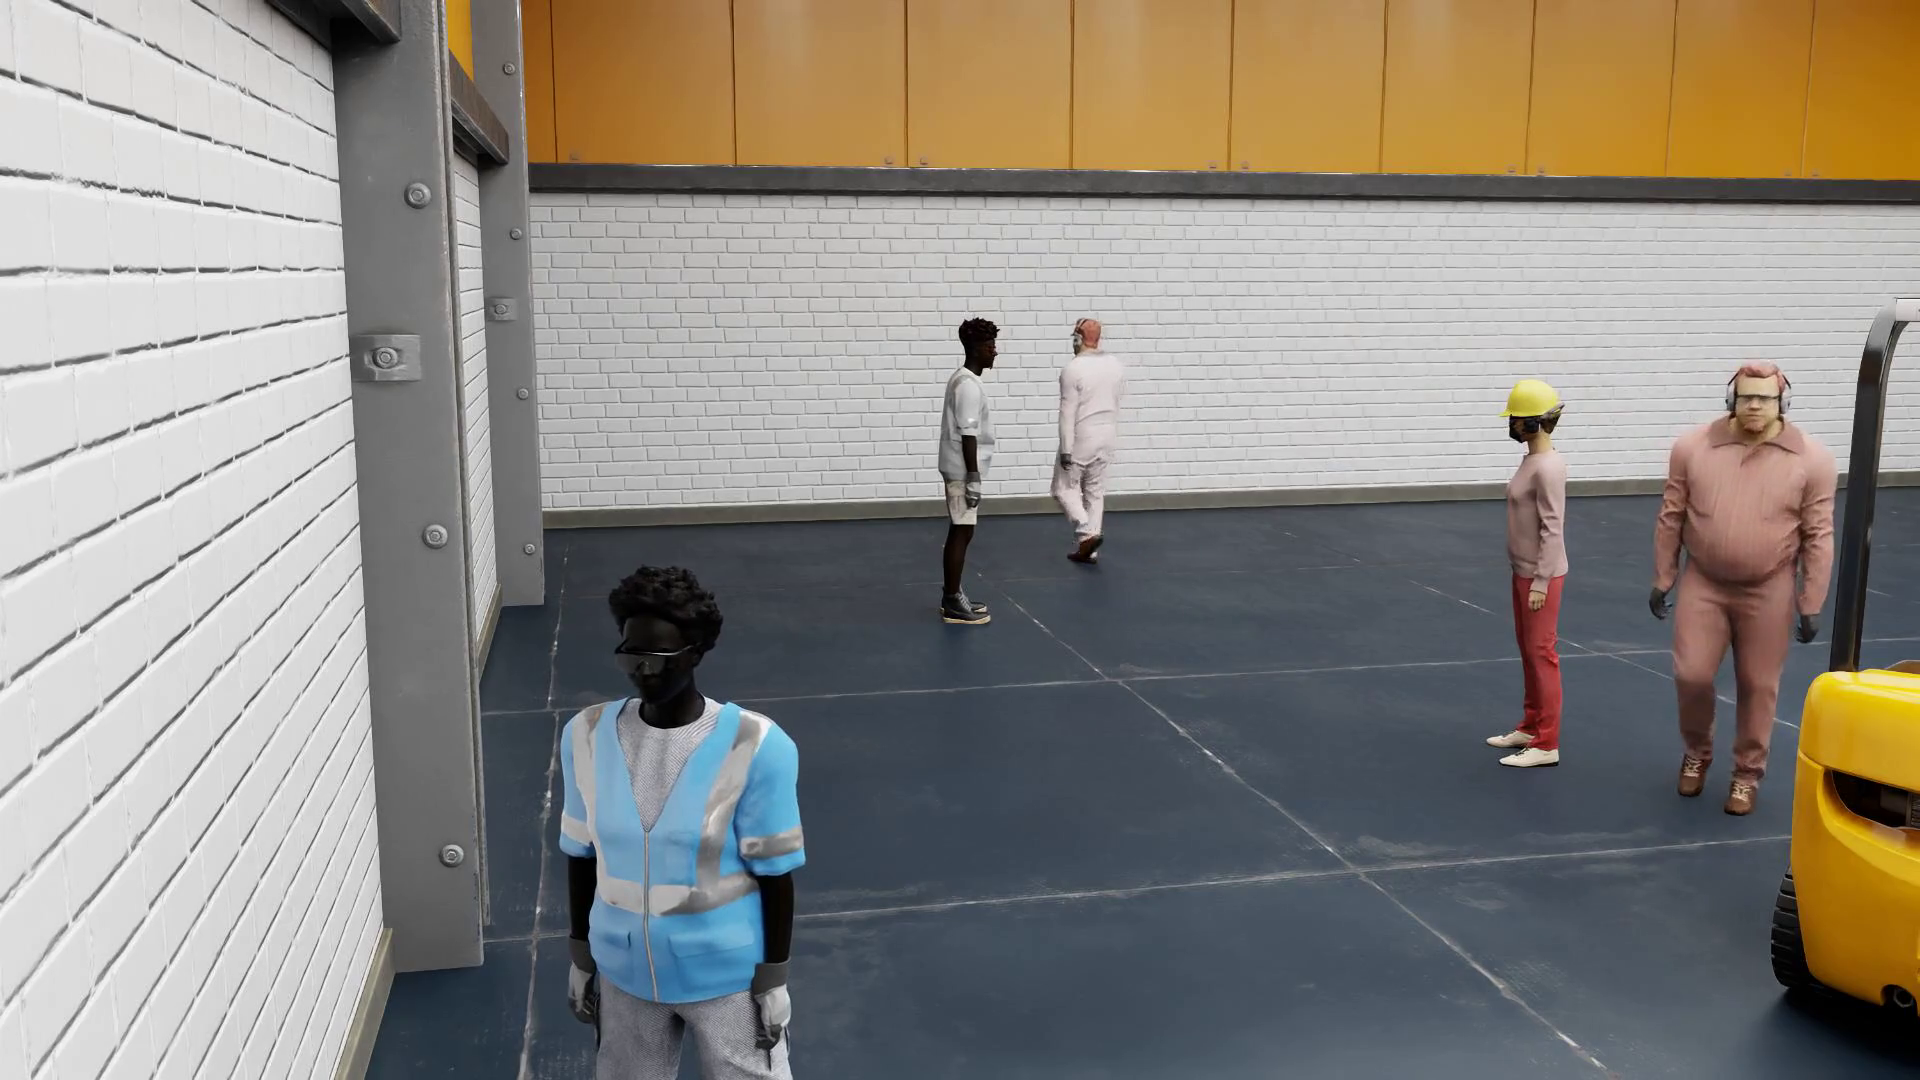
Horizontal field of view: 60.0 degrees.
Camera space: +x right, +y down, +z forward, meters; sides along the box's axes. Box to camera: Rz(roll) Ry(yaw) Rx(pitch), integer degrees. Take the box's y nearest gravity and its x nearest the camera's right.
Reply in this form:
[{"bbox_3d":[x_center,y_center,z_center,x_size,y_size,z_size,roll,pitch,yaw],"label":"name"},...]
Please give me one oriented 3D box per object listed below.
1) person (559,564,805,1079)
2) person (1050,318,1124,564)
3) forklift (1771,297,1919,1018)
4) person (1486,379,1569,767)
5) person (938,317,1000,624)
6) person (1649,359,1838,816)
[{"bbox_3d":[-0.571,0.876,3.408,0.536,1.690,0.321,3,10,15],"label":"person"},{"bbox_3d":[0.950,-0.739,12.647,0.646,1.891,0.448,-8,12,-39],"label":"person"},{"bbox_3d":[3.542,0.334,5.177,2.313,2.155,1.214,-9,13,-43],"label":"forklift"},{"bbox_3d":[2.594,0.153,7.584,0.324,1.765,0.531,2,9,9],"label":"person"},{"bbox_3d":[0.058,-0.445,10.669,0.402,1.956,0.609,0,9,-2],"label":"person"},{"bbox_3d":[3.218,0.201,6.877,0.693,1.898,0.421,6,11,32],"label":"person"}]
